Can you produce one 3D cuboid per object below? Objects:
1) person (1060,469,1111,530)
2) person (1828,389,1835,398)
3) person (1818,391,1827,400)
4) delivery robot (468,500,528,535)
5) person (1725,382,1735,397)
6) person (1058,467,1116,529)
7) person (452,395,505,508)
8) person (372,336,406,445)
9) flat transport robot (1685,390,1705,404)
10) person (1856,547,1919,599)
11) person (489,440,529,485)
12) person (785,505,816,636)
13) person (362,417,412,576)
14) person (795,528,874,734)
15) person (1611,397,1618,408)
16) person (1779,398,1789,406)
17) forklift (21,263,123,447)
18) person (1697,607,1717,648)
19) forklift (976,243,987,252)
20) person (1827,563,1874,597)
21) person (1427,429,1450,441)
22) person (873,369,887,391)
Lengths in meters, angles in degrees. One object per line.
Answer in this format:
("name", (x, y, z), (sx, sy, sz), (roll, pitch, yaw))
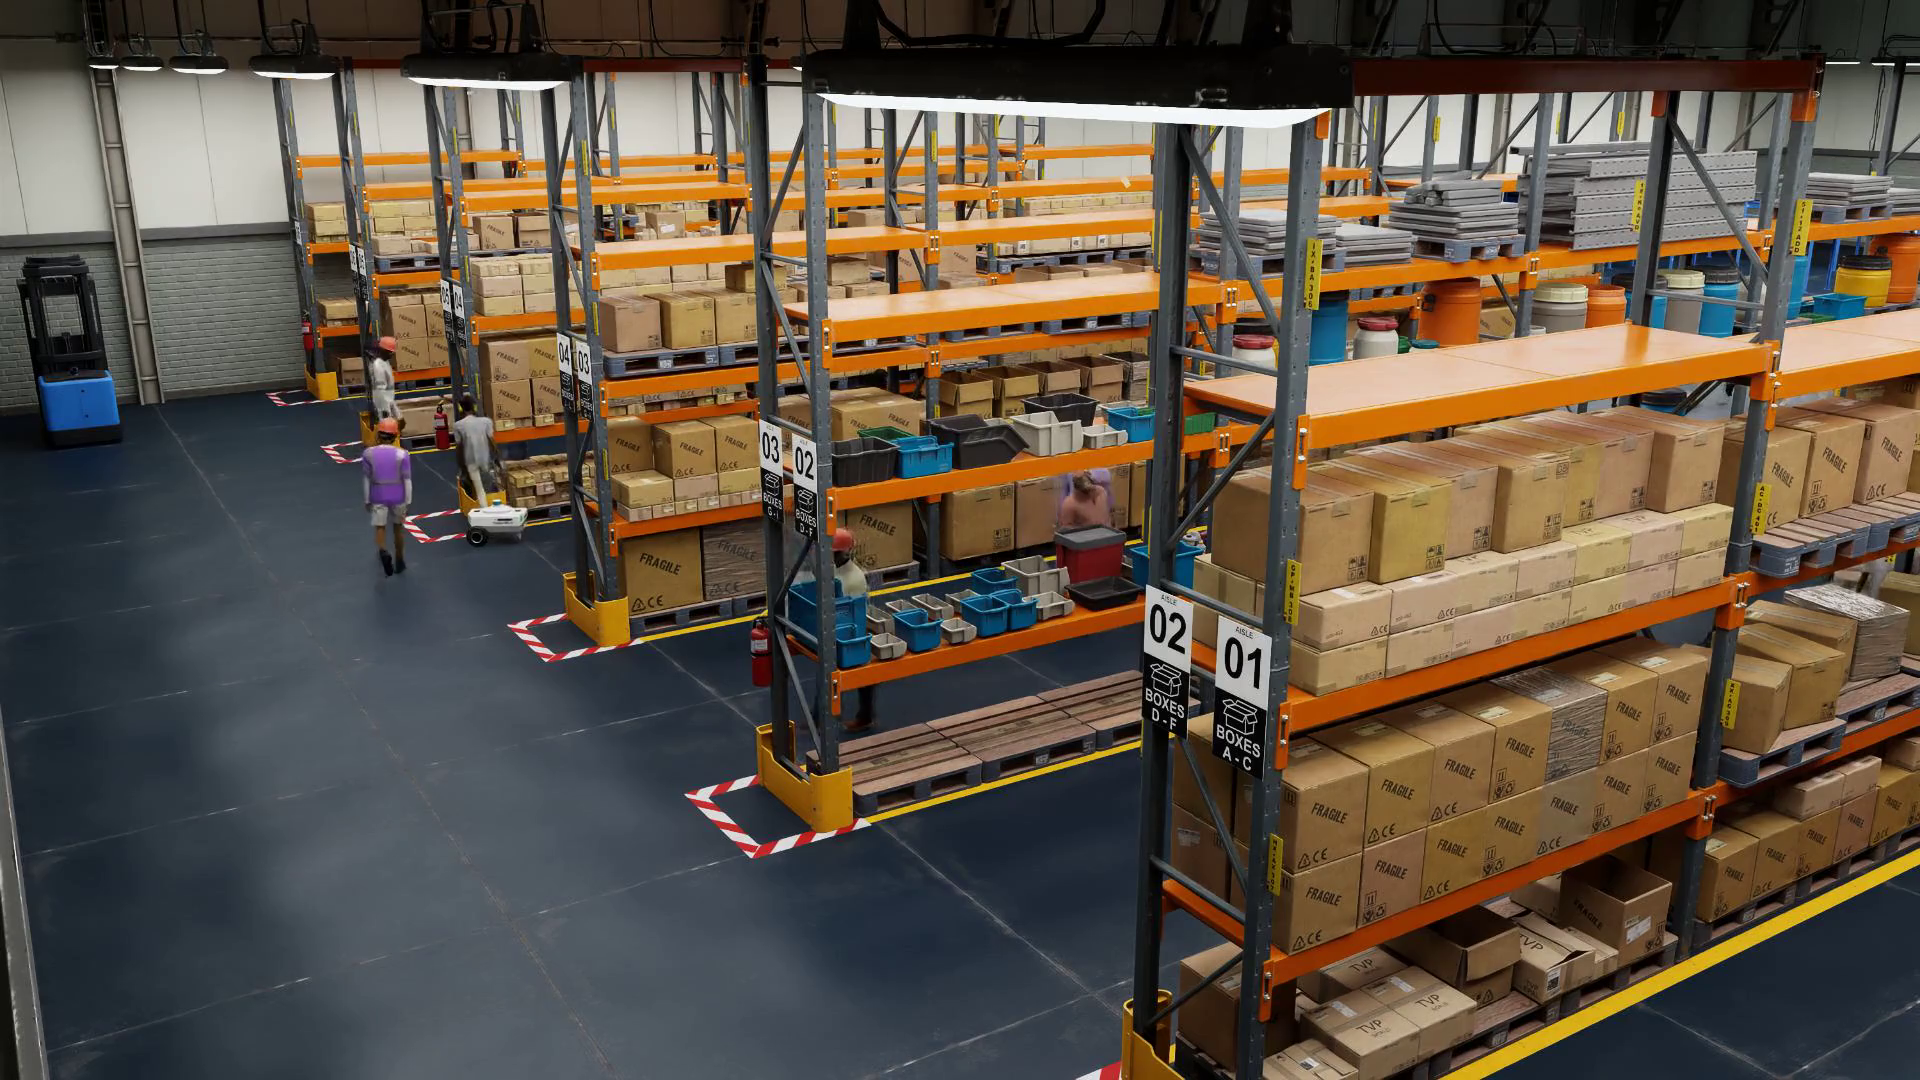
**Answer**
("person", (1.383, 0.118, 16.878), (0.736, 1.865, 0.400), (-15, 22, -40))
("person", (15.088, -2.889, 26.745), (0.986, 1.852, 0.664), (-1, 17, -5))
("person", (15.320, -3.157, 27.488), (0.606, 1.934, 0.418), (-1, 17, -4))
("delivery robot", (-5.933, -0.277, 20.285), (0.707, 0.478, 0.477), (-1, 17, -3))
("person", (14.306, -3.395, 28.330), (0.778, 1.898, 0.603), (-1, 17, -4))
("person", (1.514, -0.263, 18.066), (0.997, 1.887, 0.640), (-14, 22, -38))
("person", (-6.285, -0.998, 20.667), (0.593, 1.800, 1.009), (-12, 21, -34))
("person", (-8.681, -2.087, 23.888), (0.535, 1.989, 0.668), (-3, 17, -11))
("flat transport robot", (12.708, -2.530, 28.310), (1.431, 0.197, 0.652), (-14, 22, -38))
("person", (8.944, 0.635, 15.198), (0.659, 1.849, 0.508), (10, 20, 30))
("person", (-6.502, -1.574, 22.844), (0.510, 1.606, 0.727), (13, 22, 37))
("person", (-1.588, 0.291, 16.746), (0.859, 1.585, 0.524), (-7, 18, -21))
("person", (-6.803, -0.484, 18.781), (0.570, 1.910, 0.712), (-5, 18, -15))
("person", (-1.149, 0.859, 14.262), (0.889, 1.960, 0.653), (-12, 21, -34))
("person", (11.569, -3.080, 27.236), (0.547, 1.934, 0.375), (2, 17, 5))
("person", (14.658, -3.106, 27.902), (0.821, 1.597, 0.506), (-14, 22, -38))
("forklift", (-14.518, -3.079, 25.708), (1.129, 2.768, 1.873), (-10, 20, -31))
("person", (8.023, 0.208, 16.487), (0.743, 1.922, 0.558), (-12, 21, -34))
("forklift", (0.988, -5.474, 34.718), (1.214, 2.155, 2.313), (-10, 20, -31))
("person", (9.298, 0.383, 16.413), (0.379, 1.628, 0.521), (-13, 21, -36))
("person", (5.725, -0.559, 19.047), (0.900, 1.890, 0.569), (-12, 21, -34))
("person", (-1.069, -1.473, 22.076), (1.015, 1.860, 0.608), (-10, 20, -30))
